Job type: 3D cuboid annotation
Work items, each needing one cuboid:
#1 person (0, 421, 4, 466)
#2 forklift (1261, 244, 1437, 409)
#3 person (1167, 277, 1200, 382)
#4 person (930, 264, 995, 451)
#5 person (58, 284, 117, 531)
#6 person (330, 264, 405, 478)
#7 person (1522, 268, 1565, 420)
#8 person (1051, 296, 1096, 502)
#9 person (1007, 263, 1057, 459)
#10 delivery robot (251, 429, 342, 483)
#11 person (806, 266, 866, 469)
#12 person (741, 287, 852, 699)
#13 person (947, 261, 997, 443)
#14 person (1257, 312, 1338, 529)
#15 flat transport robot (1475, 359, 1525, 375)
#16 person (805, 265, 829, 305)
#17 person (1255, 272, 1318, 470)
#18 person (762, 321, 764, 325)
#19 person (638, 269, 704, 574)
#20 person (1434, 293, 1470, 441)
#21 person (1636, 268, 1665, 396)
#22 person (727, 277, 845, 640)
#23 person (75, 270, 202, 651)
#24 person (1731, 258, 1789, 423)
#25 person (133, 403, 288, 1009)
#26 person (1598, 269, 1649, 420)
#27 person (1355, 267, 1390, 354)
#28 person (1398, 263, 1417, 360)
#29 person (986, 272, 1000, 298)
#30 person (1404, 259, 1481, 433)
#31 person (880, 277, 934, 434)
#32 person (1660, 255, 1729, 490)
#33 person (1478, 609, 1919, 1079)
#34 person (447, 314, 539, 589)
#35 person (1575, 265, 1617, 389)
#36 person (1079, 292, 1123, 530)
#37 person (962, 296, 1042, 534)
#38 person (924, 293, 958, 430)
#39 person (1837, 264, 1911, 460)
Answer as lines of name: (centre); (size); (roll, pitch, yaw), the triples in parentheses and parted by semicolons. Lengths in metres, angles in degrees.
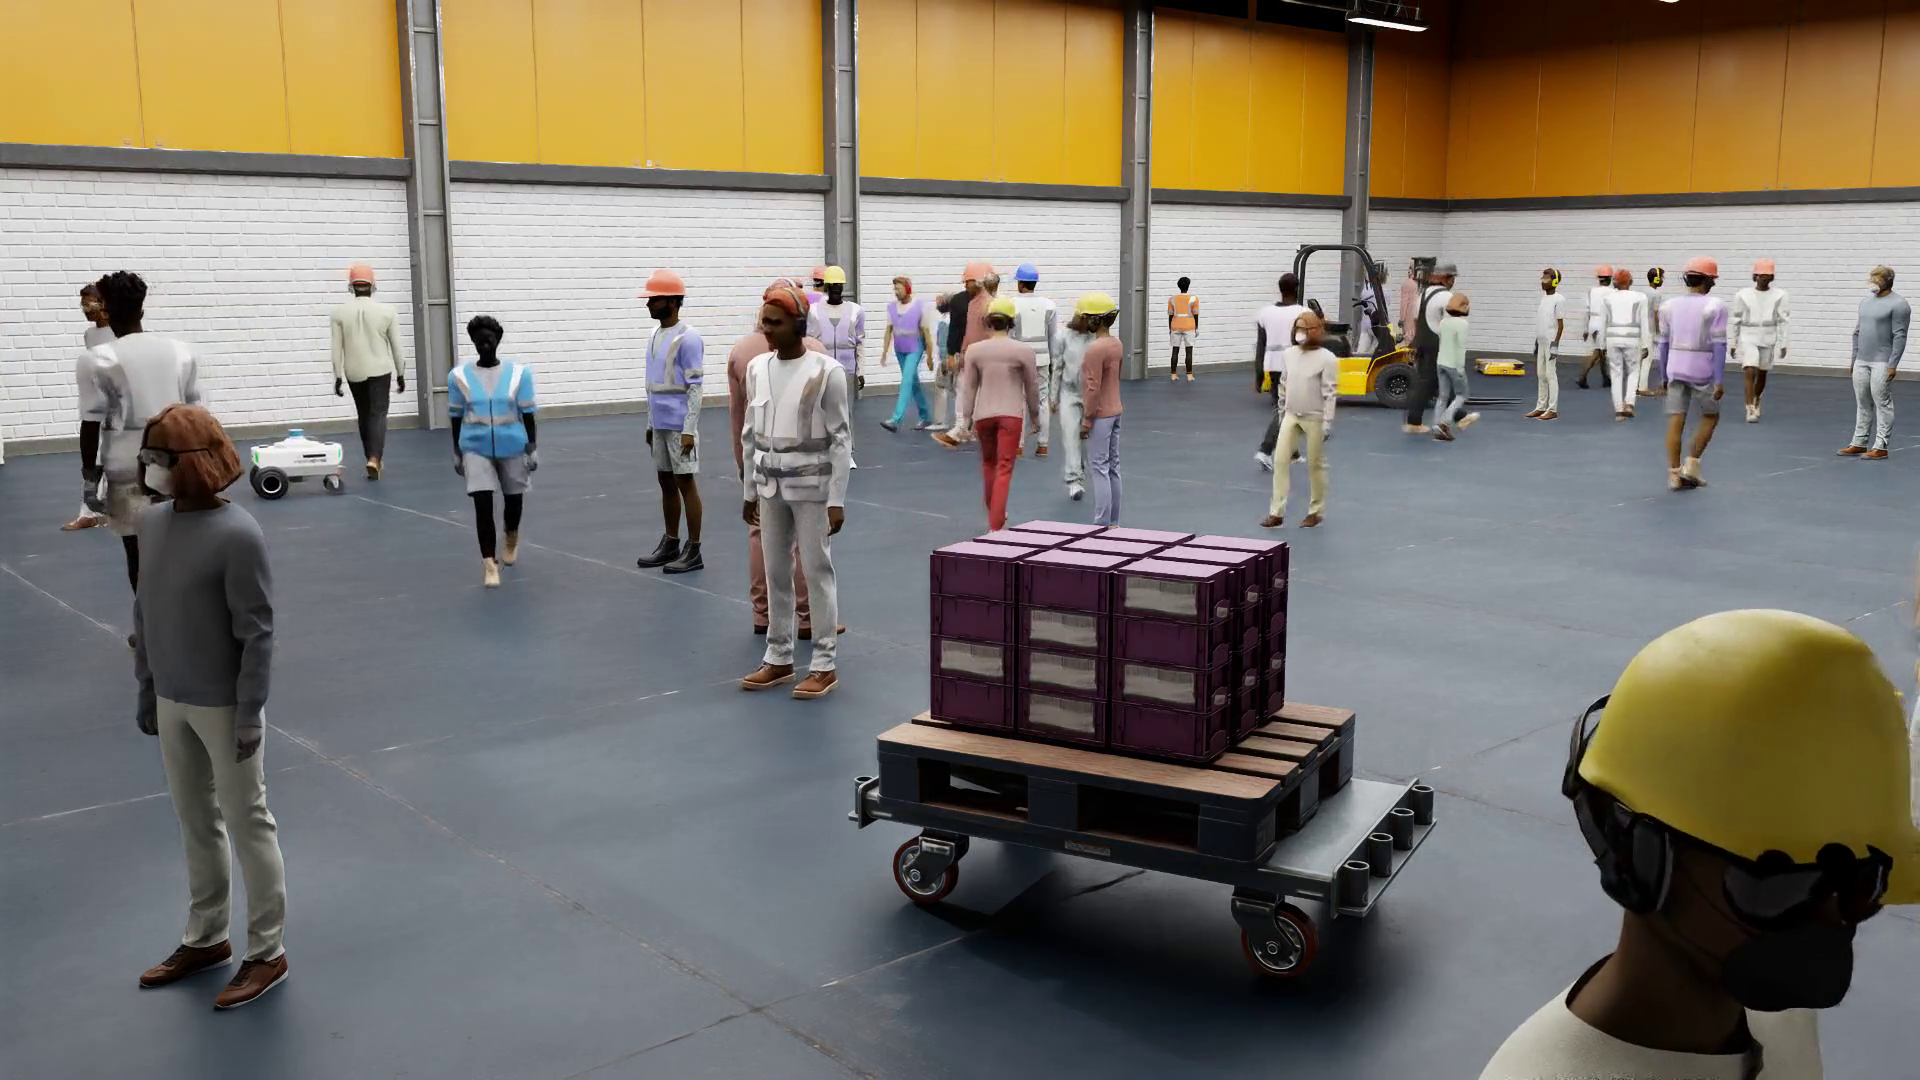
person: (-9.392, -1.494, 15.866); (0.310, 1.637, 0.511); (3, 10, 16)
forklift: (5.256, -2.933, 22.661); (2.313, 2.155, 1.214); (3, 10, 16)
person: (3.611, -3.404, 26.896); (0.531, 1.694, 0.320); (4, 11, 24)
person: (0.127, -1.901, 17.383); (0.988, 1.933, 0.648); (-3, 10, -19)
person: (-6.367, -1.003, 12.528); (0.551, 1.828, 0.925); (4, 10, 20)
person: (-5.432, -1.550, 15.283); (0.626, 1.959, 0.956); (-2, 10, -9)
person: (7.276, -2.421, 20.644); (0.328, 1.862, 0.511); (-2, 10, -10)
person: (1.020, -1.156, 13.712); (0.498, 1.681, 0.919); (-1, 10, -7)
person: (0.683, -1.782, 16.638); (0.614, 1.948, 0.386); (-3, 10, -19)
delivery robot: (-5.607, -0.694, 14.072); (0.707, 0.478, 0.477); (-5, 11, -26)
person: (-1.187, -1.627, 15.787); (0.590, 1.930, 0.359); (-1, 10, -6)
person: (-0.765, -0.213, 7.645); (0.585, 1.882, 0.337); (6, 12, 33)
person: (0.114, -2.060, 18.238); (0.681, 1.958, 0.626); (-5, 11, -27)
person: (2.477, -0.861, 12.205); (0.533, 1.604, 0.706); (9, 13, 43)
flat transport robot: (9.290, -2.995, 28.647); (0.652, 0.197, 1.431); (2, 10, 10)
person: (-1.670, -2.255, 19.523); (0.620, 1.911, 0.496); (6, 11, 32)
person: (3.098, -1.611, 15.890); (0.600, 1.885, 0.996); (9, 13, 41)
person: (-1.463, -1.111, 13.656); (0.679, 1.617, 0.512); (-8, 12, -38)
person: (-1.858, -0.755, 10.655); (0.361, 1.940, 0.543); (-8, 13, -40)
person: (5.369, -1.875, 18.143); (0.355, 1.618, 0.516); (-4, 10, -21)
person: (9.960, -3.003, 24.078); (0.334, 1.857, 0.516); (-2, 10, -10)
person: (-0.907, -0.429, 8.838); (0.638, 1.911, 0.402); (6, 11, 32)
person: (-4.133, -0.380, 8.419); (0.417, 1.952, 0.640); (7, 12, 35)
person: (9.864, -2.470, 20.543); (0.617, 2.005, 1.028); (3, 10, 18)
person: (-2.056, 0.444, 4.521); (0.500, 1.636, 0.286); (5, 11, 29)
person: (8.215, -2.416, 20.598); (0.614, 1.862, 0.489); (6, 11, 31)
person: (6.200, -3.173, 24.967); (1.018, 1.894, 0.638); (-4, 11, -24)
person: (7.948, -3.910, 29.226); (0.643, 1.908, 0.399); (-5, 11, -28)
person: (0.375, -2.189, 19.325); (0.327, 1.844, 0.514); (-2, 10, -12)
person: (5.550, -2.232, 19.007); (1.033, 2.000, 0.703); (-2, 10, -10)
person: (-0.625, -2.120, 19.101); (0.559, 1.780, 1.011); (9, 13, 42)
person: (6.339, -1.432, 14.352); (0.482, 2.026, 0.641); (-7, 12, -37)
person: (0.568, 0.917, 1.378); (0.529, 1.765, 0.327); (-10, 14, -44)
person: (-2.907, -0.573, 10.367); (0.534, 1.669, 0.739); (-3, 10, -16)
person: (9.783, -3.258, 25.465); (0.981, 1.898, 0.546); (-4, 11, -24)
person: (0.994, -0.876, 11.873); (0.311, 1.769, 0.525); (5, 11, 25)
person: (0.318, -0.882, 12.017); (0.532, 1.731, 0.861); (4, 10, 20)
person: (-0.057, -2.054, 19.243); (0.702, 1.604, 0.557); (4, 11, 24)
person: (9.136, -1.769, 16.598); (0.372, 1.940, 0.632); (-2, 10, -14)
